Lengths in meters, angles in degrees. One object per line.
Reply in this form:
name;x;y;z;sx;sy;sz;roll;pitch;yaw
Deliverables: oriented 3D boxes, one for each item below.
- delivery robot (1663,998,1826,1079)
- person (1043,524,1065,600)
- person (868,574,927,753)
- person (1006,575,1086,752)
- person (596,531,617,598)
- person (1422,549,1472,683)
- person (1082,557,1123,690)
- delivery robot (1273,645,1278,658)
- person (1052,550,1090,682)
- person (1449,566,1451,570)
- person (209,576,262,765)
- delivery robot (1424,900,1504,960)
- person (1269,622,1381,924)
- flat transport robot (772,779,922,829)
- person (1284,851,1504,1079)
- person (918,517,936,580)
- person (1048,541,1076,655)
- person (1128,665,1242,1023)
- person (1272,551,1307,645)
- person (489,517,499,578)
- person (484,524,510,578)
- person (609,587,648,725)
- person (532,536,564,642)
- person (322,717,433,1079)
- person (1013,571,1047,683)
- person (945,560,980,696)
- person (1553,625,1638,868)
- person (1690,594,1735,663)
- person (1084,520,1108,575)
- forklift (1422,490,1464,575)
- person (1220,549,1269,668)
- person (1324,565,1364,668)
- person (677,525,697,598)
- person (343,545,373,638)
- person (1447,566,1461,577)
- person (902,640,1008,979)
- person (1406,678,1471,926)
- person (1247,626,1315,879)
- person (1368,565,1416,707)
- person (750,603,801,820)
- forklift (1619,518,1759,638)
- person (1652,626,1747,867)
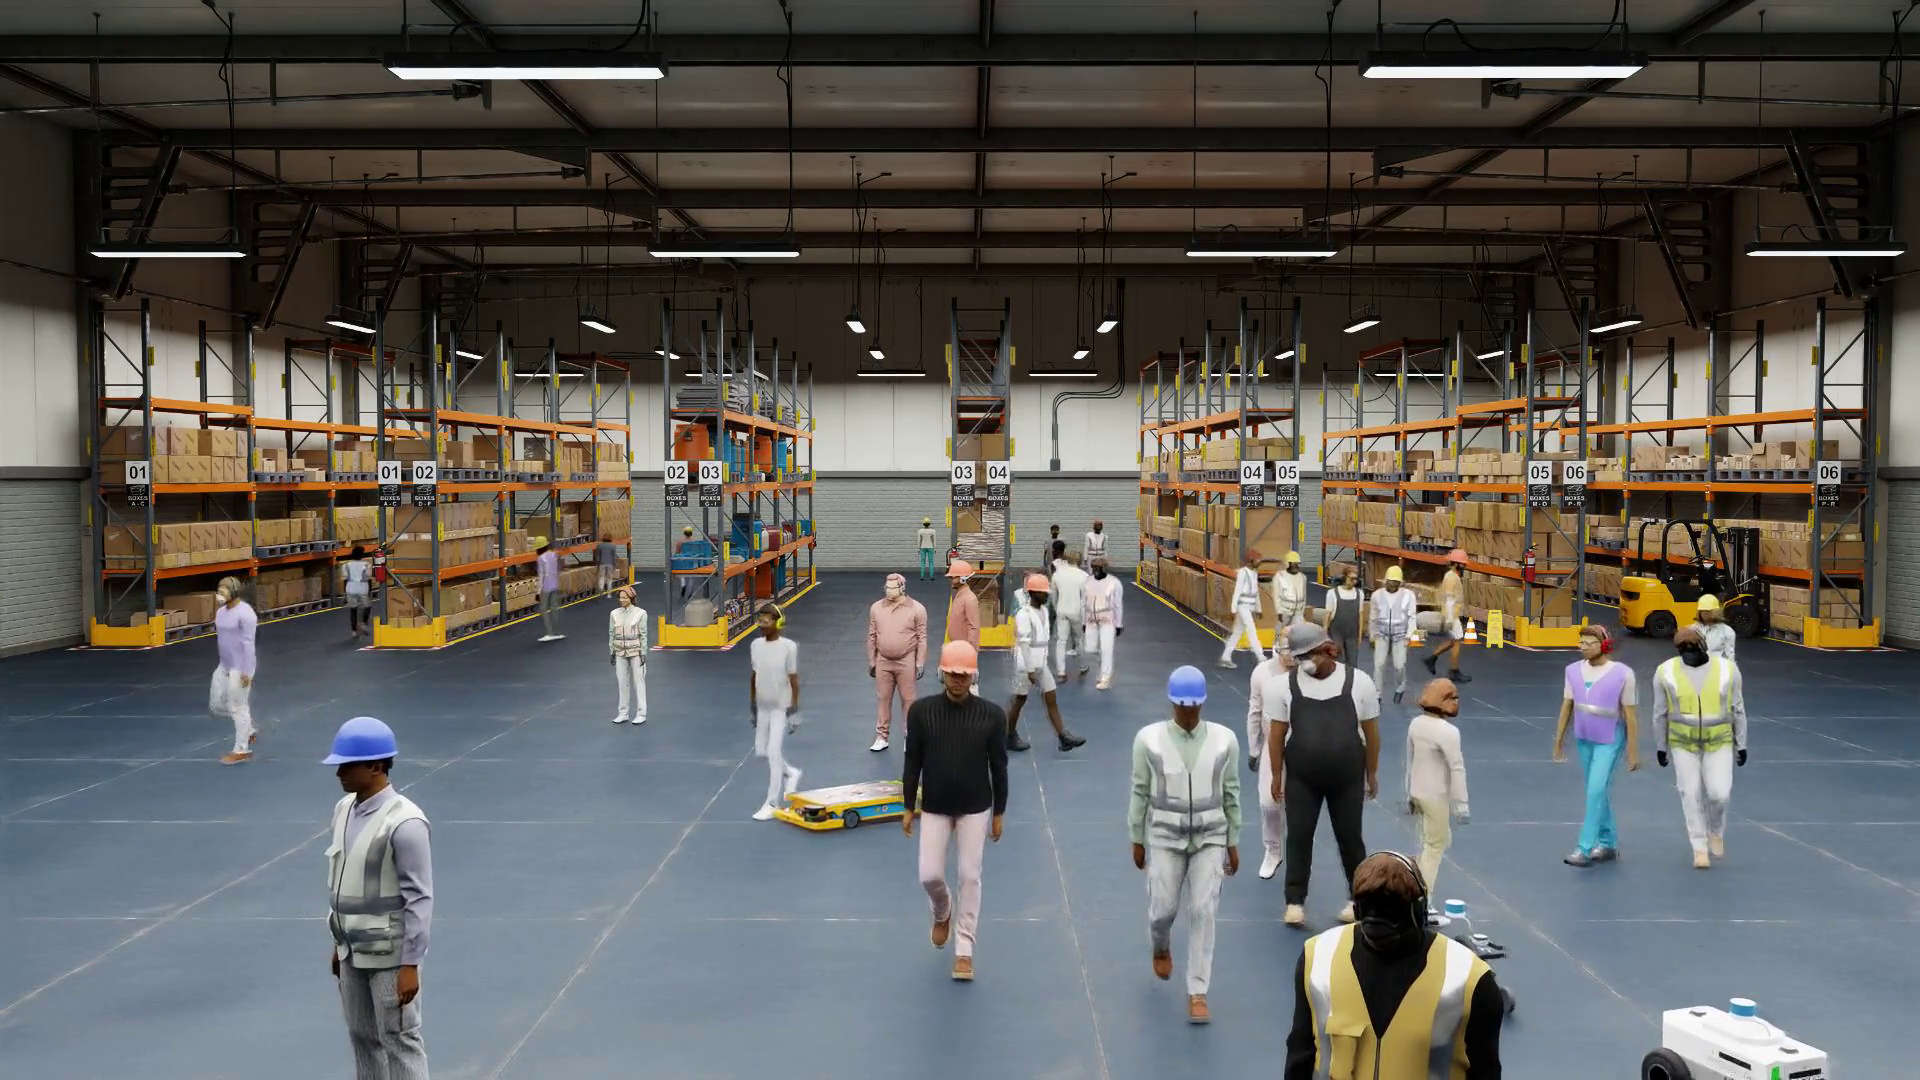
delivery robot;3.558;2.337;7.345;0.477;0.478;0.707;-1;2;-20
person;2.136;0.568;36.604;0.500;1.835;0.751;0;2;2
person;-0.680;1.305;17.205;0.642;1.909;0.399;1;2;15
person;0.861;1.316;17.106;0.972;1.884;0.573;2;3;36
person;-8.455;0.597;38.606;0.516;1.613;0.415;0;2;-3
person;6.977;1.069;23.051;0.591;1.912;0.564;1;2;16
person;1.969;1.140;22.319;0.645;1.825;0.510;1;3;33
delivery robot;4.911;1.682;23.835;0.477;0.478;0.707;-1;2;-17
person;1.618;1.080;23.221;0.649;1.876;1.049;1;2;21
person;13.941;0.153;46.571;0.905;1.868;0.679;0;2;-12
person;-7.406;1.327;16.504;0.629;1.926;0.457;2;3;35
delivery robot;2.776;2.141;9.058;0.335;0.223;0.698;-1;2;-14
person;2.400;1.521;10.631;0.726;2.000;0.541;1;2;14
flat transport robot;-0.835;2.263;13.906;1.431;0.197;0.652;-2;3;-37
person;1.263;1.831;4.771;0.634;1.841;0.429;1;3;27
person;-0.931;0.251;45.449;0.526;1.772;0.304;0;2;1
person;1.599;0.948;26.553;1.000;1.866;0.619;2;3;39
person;1.237;1.628;8.925;0.611;1.920;0.669;0;2;1
person;5.016;1.073;24.388;0.586;1.788;0.932;-1;2;-16
person;-11.088;0.414;38.827;0.622;1.970;0.460;0;2;-12
person;-10.512;0.564;36.686;0.539;1.840;0.713;0;2;3
person;-3.927;1.364;19.157;0.508;1.629;0.317;1;2;18
person;-7.320;0.865;28.794;0.356;1.876;0.802;1;2;21
person;-2.435;1.701;6.721;0.607;1.947;0.406;2;3;40
person;0.989;1.232;22.876;0.533;1.588;0.853;1;2;21
person;0.029;1.225;18.118;0.393;1.995;0.612;-1;2;-14
person;4.720;1.552;12.166;0.874;1.809;0.591;-1;3;-30
person;7.692;1.415;16.572;0.496;1.728;0.372;2;3;42
person;3.316;0.443;39.398;0.595;1.865;0.594;0;2;0
forklift;13.926;-0.371;47.846;1.873;2.768;1.129;0;2;0
person;4.367;1.055;24.462;0.978;1.829;0.624;1;3;29
person;4.855;1.213;20.586;0.553;1.823;0.536;0;2;-6
person;-6.540;0.524;38.777;0.535;1.748;0.486;0;2;-8
person;-10.891;0.937;29.224;0.545;1.684;0.358;0;2;-6
person;13.355;0.223;44.712;1.033;1.878;0.649;0;2;2
person;-0.023;1.570;9.609;0.636;1.980;0.558;0;2;4
person;3.117;1.712;10.571;0.390;1.619;0.507;0;2;-12
person;2.421;1.543;11.723;0.679;1.867;0.528;1;2;18
person;5.483;1.220;20.528;0.607;1.806;0.453;1;2;22
person;-1.580;1.458;14.033;0.522;1.857;0.657;1;3;32
forklift;13.417;0.684;29.791;2.313;2.155;1.214;0;2;0
person;5.570;1.551;12.170;0.649;1.816;0.448;1;2;24
